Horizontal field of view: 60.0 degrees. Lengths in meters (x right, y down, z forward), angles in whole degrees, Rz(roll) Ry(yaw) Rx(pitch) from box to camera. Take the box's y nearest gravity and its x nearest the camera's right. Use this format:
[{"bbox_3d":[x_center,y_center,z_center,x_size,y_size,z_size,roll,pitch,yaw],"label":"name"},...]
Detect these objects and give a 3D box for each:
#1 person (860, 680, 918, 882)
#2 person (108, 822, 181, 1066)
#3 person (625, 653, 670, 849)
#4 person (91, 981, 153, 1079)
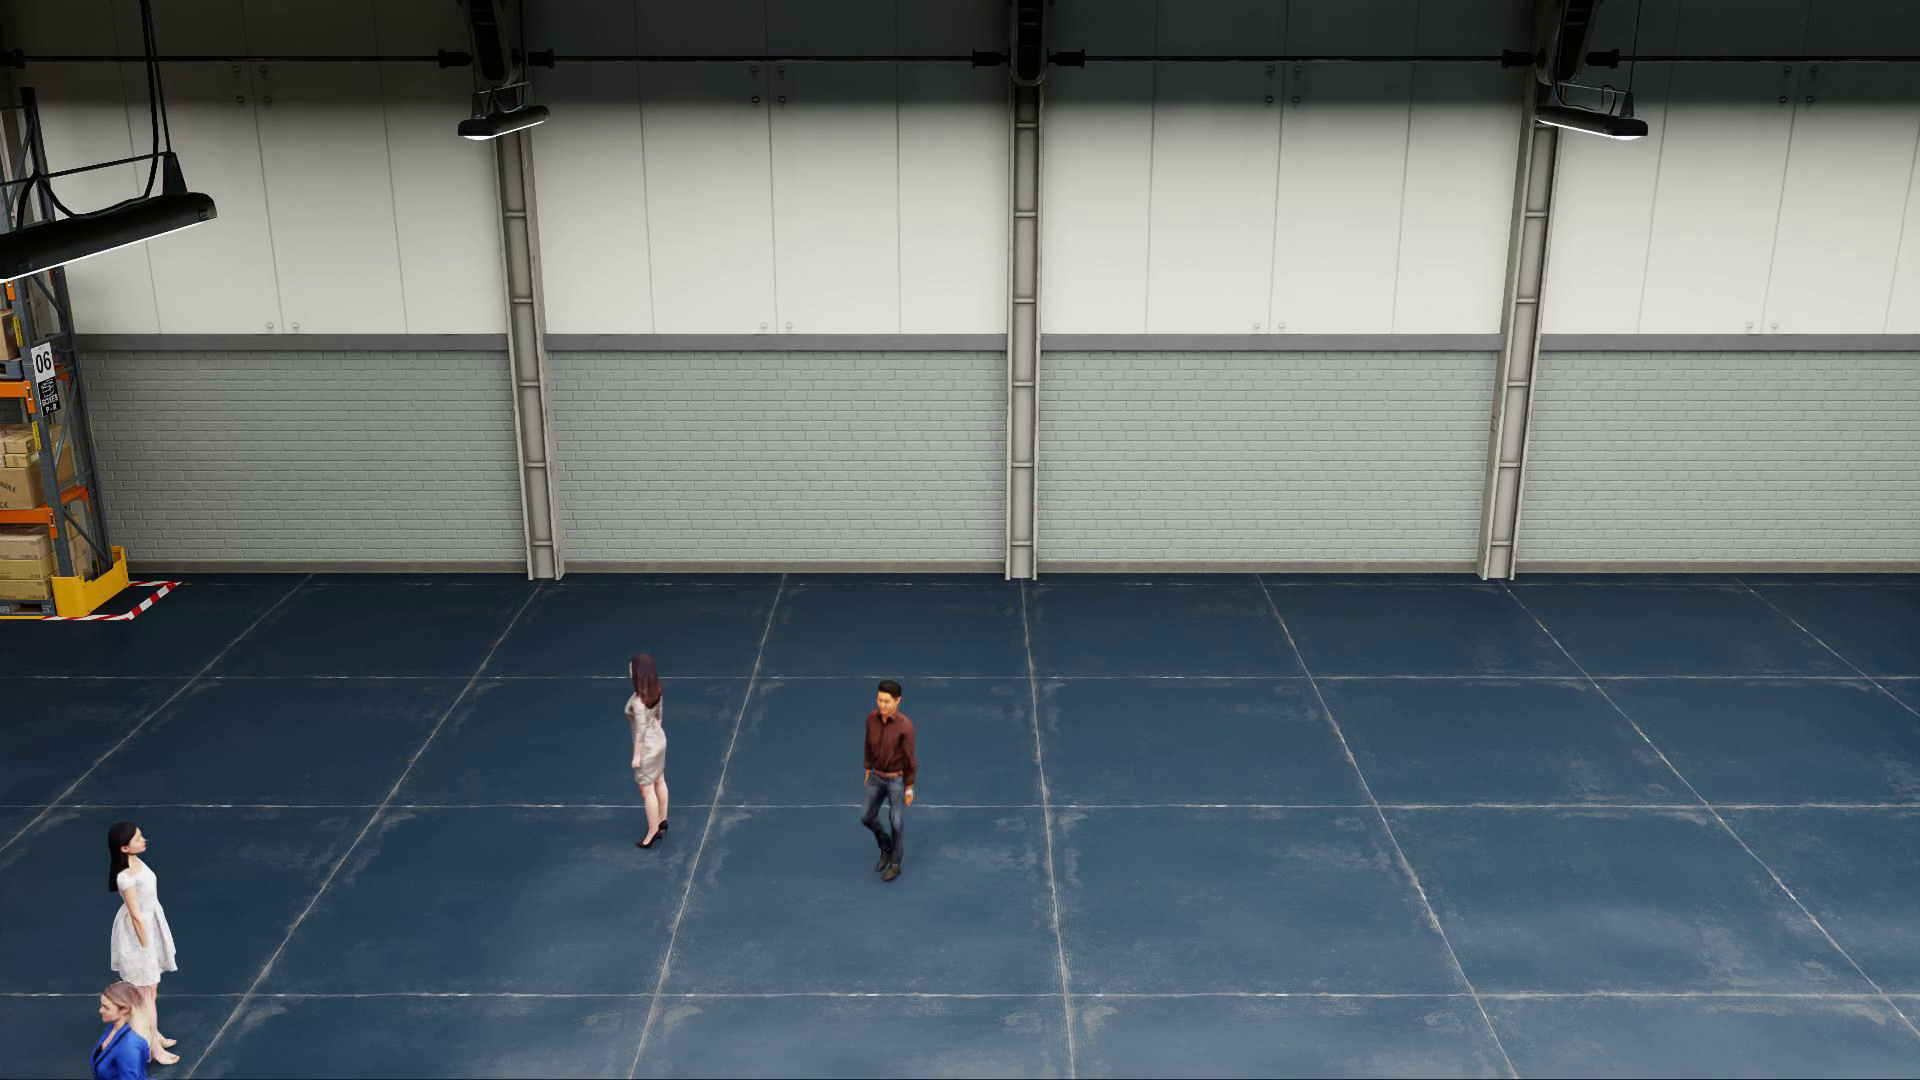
[{"bbox_3d":[-0.533,1.934,13.625,0.723,1.769,0.843,10,21,28],"label":"person"},{"bbox_3d":[-5.518,2.711,11.231,0.774,1.774,0.753,-8,20,-24],"label":"person"},{"bbox_3d":[-2.646,1.778,14.139,0.584,1.747,0.632,4,19,13],"label":"person"},{"bbox_3d":[-4.663,3.288,9.596,0.896,1.688,0.827,-13,22,-35],"label":"person"}]
